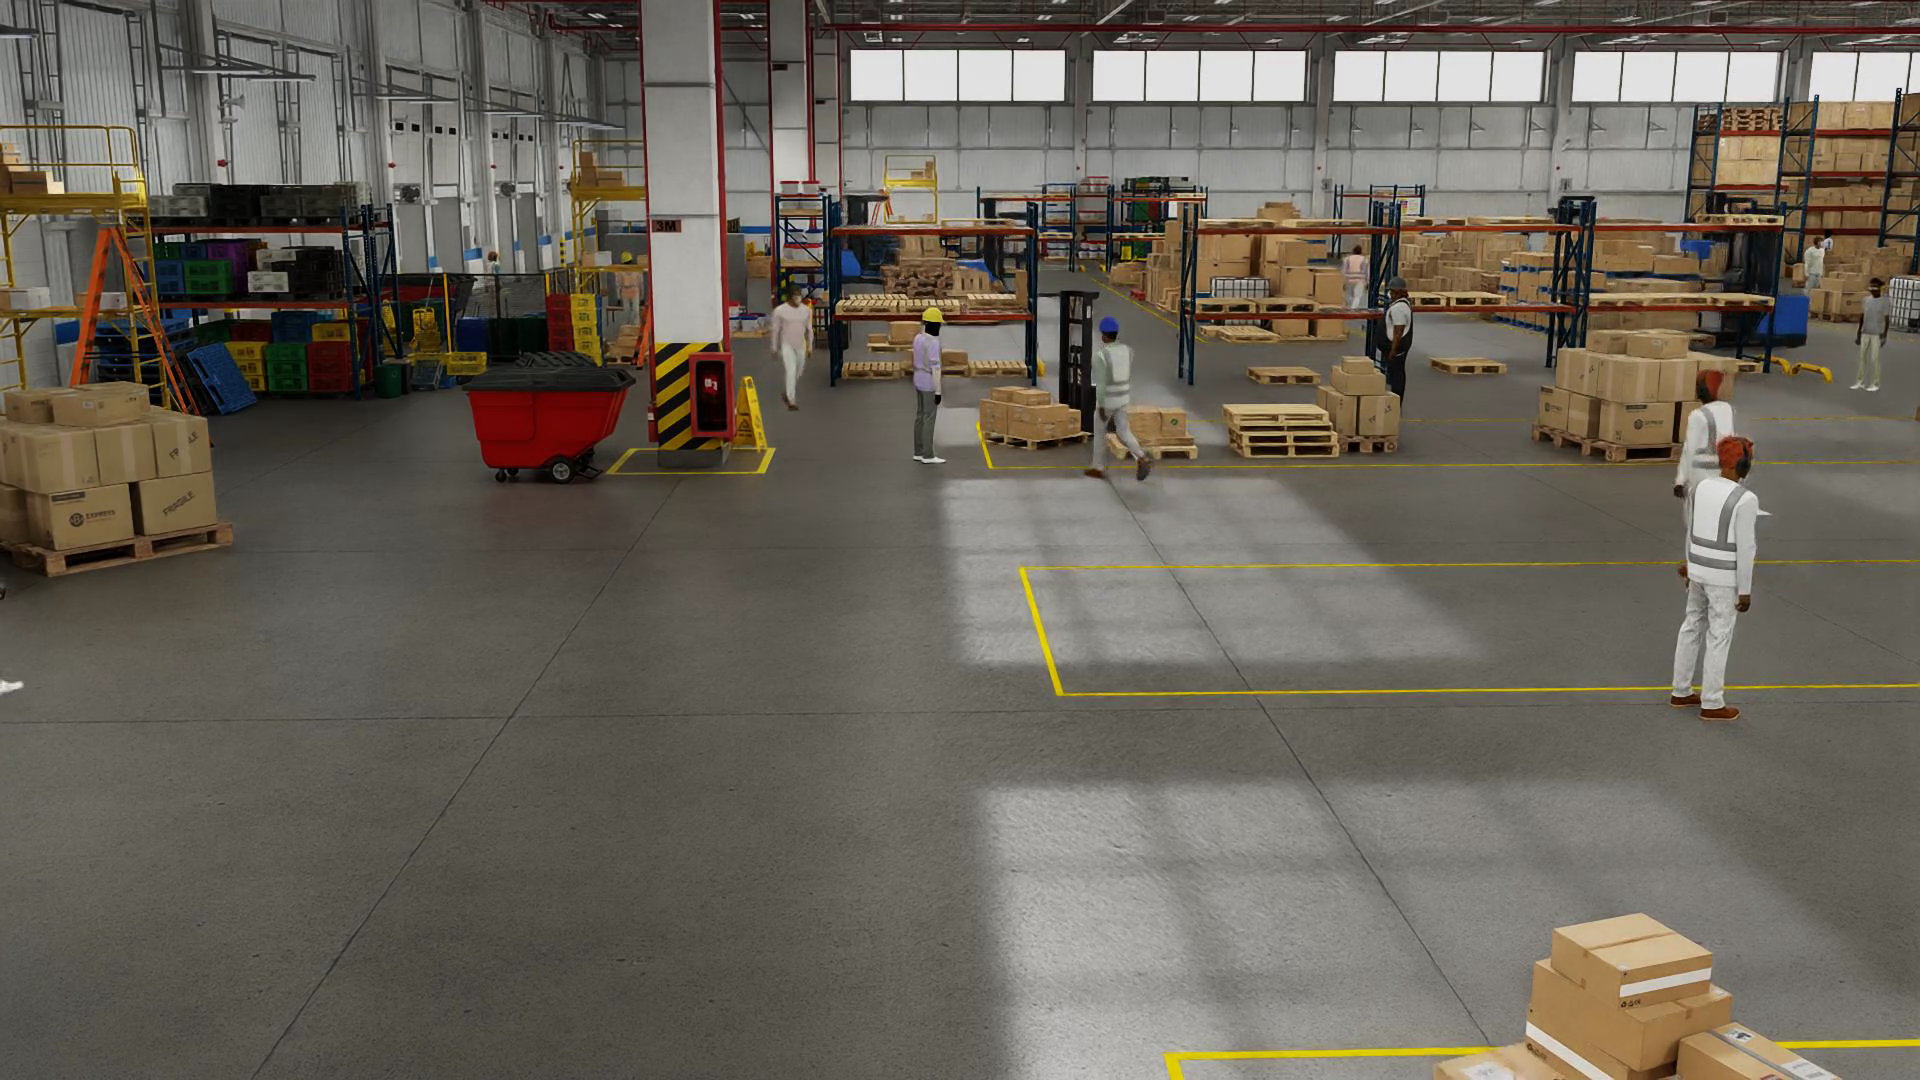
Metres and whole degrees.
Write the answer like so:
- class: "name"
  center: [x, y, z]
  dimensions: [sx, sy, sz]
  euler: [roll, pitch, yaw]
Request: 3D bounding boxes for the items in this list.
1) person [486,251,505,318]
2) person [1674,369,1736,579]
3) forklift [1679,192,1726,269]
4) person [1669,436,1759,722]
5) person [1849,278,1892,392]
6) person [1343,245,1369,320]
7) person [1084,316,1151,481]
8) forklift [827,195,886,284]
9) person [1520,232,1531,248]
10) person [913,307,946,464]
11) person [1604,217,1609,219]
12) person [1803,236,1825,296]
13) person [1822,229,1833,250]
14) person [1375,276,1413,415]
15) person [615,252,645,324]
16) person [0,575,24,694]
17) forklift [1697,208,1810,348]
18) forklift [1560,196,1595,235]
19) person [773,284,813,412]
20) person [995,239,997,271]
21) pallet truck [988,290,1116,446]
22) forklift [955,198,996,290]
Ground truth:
- class: "person"
  center: [-11.457, -6.268, 40.871]
  dimensions: [0.525, 1.631, 0.323]
  euler: [11, 17, 42]
- class: "person"
  center: [6.449, -0.565, 14.565]
  dimensions: [0.604, 1.870, 0.493]
  euler: [-9, 15, -35]
- class: "forklift"
  center: [27.297, -11.220, 60.377]
  dimensions: [1.873, 2.768, 1.129]
  euler: [0, 12, -2]
- class: "person"
  center: [4.956, 0.250, 10.892]
  dimensions: [0.354, 1.877, 0.573]
  euler: [-4, 13, -16]
- class: "person"
  center: [14.935, -3.361, 27.232]
  dimensions: [0.318, 1.858, 0.527]
  euler: [-7, 14, -28]
- class: "person"
  center: [9.647, -6.272, 40.507]
  dimensions: [0.636, 1.810, 0.899]
  euler: [6, 14, 26]
- class: "person"
  center: [1.813, -1.619, 19.222]
  dimensions: [0.611, 1.924, 0.851]
  euler: [-9, 15, -36]
- class: "forklift"
  center: [-3.353, -9.520, 52.704]
  dimensions: [1.873, 2.768, 1.129]
  euler: [-3, 13, -12]
- class: "person"
  center: [18.052, -9.057, 53.396]
  dimensions: [0.533, 1.647, 0.874]
  euler: [-4, 13, -16]
- class: "person"
  center: [-0.371, -1.896, 20.474]
  dimensions: [0.391, 1.922, 0.585]
  euler: [-7, 14, -28]
- class: "person"
  center: [23.943, -11.038, 61.823]
  dimensions: [0.982, 1.874, 0.538]
  euler: [-3, 13, -12]
- class: "person"
  center: [21.863, -6.802, 42.574]
  dimensions: [0.635, 1.939, 0.361]
  euler: [-6, 14, -26]
- class: "person"
  center: [28.381, -9.313, 54.461]
  dimensions: [0.321, 1.695, 0.537]
  euler: [12, 17, 43]
- class: "person"
  center: [6.417, -2.882, 24.647]
  dimensions: [0.536, 2.000, 0.681]
  euler: [5, 13, 22]
- class: "person"
  center: [-7.077, -5.240, 35.671]
  dimensions: [0.593, 1.885, 0.907]
  euler: [-3, 13, -14]
- class: "person"
  center: [-6.669, 0.222, 11.079]
  dimensions: [0.530, 1.849, 0.701]
  euler: [5, 14, 22]
- class: "forklift"
  center: [16.216, -5.345, 33.856]
  dimensions: [1.873, 2.768, 1.129]
  euler: [0, 12, -2]
- class: "forklift"
  center: [18.992, -9.226, 51.376]
  dimensions: [1.129, 2.768, 1.873]
  euler: [0, 12, -2]
- class: "person"
  center: [-2.551, -2.916, 25.123]
  dimensions: [0.629, 1.914, 0.770]
  euler: [-6, 14, -25]
- class: "person"
  center: [1.003, -9.412, 54.950]
  dimensions: [0.538, 1.682, 0.442]
  euler: [5, 13, 20]
- class: "pallet truck"
  center: [1.257, -2.299, 22.111]
  dimensions: [1.885, 1.965, 0.823]
  euler: [-9, 15, -35]
- class: "forklift"
  center: [0.796, -8.188, 46.688]
  dimensions: [1.873, 2.768, 1.129]
  euler: [0, 12, -2]
